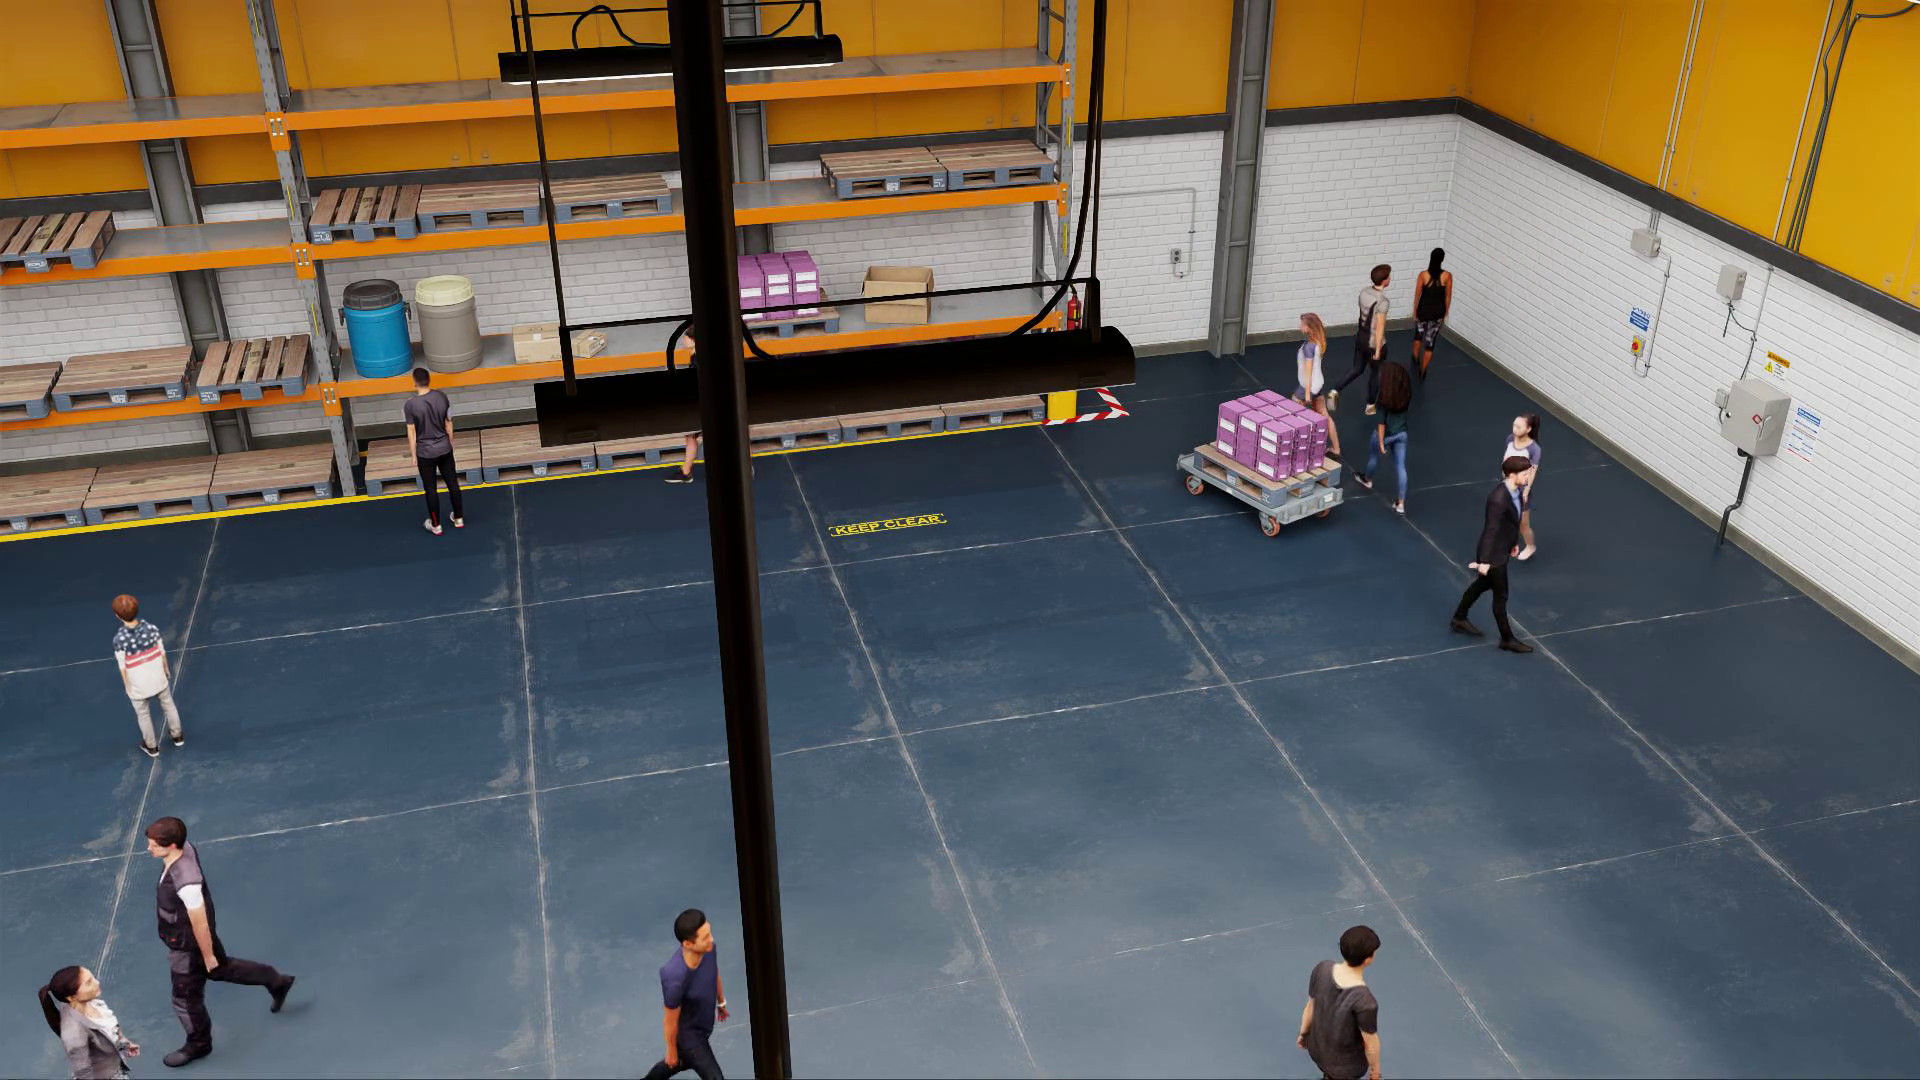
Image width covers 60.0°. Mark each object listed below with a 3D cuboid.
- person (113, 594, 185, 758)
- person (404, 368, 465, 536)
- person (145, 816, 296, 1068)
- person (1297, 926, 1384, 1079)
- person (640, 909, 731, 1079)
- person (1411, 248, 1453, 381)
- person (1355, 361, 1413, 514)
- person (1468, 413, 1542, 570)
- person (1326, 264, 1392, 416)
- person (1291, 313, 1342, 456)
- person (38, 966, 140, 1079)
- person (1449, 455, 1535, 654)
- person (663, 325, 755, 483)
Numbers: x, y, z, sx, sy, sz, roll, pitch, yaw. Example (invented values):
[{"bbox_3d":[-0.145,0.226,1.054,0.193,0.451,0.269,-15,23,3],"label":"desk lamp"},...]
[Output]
[{"bbox_3d":[-6.623,1.079,13.508,0.640,1.440,0.546,23,36,36],"label":"person"},{"bbox_3d":[-5.318,-0.906,16.809,0.640,1.763,0.763,-24,36,-36],"label":"person"},{"bbox_3d":[-4.771,2.473,10.551,1.160,1.825,0.822,-15,32,-25],"label":"person"},{"bbox_3d":[2.155,3.004,9.735,1.154,1.673,0.852,-17,33,-28],"label":"person"},{"bbox_3d":[-1.660,2.877,9.882,1.241,1.757,1.082,9,30,16],"label":"person"},{"bbox_3d":[5.755,-2.755,20.324,0.916,1.644,0.904,8,30,15],"label":"person"},{"bbox_3d":[4.515,-1.032,17.253,1.052,1.559,0.667,-7,29,-13],"label":"person"},{"bbox_3d":[5.457,-0.468,16.162,1.092,1.615,0.783,-15,32,-26],"label":"person"},{"bbox_3d":[4.666,-2.272,19.207,1.130,1.867,0.803,-14,31,-24],"label":"person"},{"bbox_3d":[3.940,-1.656,18.282,1.174,1.669,1.121,17,33,28],"label":"person"},{"bbox_3d":[-5.032,3.124,9.561,1.163,1.631,0.787,-14,32,-24],"label":"person"},{"bbox_3d":[4.736,0.083,14.901,1.155,1.855,1.096,16,32,27],"label":"person"},{"bbox_3d":[-2.628,-1.424,17.699,1.191,1.822,0.679,-8,30,-14],"label":"person"}]
